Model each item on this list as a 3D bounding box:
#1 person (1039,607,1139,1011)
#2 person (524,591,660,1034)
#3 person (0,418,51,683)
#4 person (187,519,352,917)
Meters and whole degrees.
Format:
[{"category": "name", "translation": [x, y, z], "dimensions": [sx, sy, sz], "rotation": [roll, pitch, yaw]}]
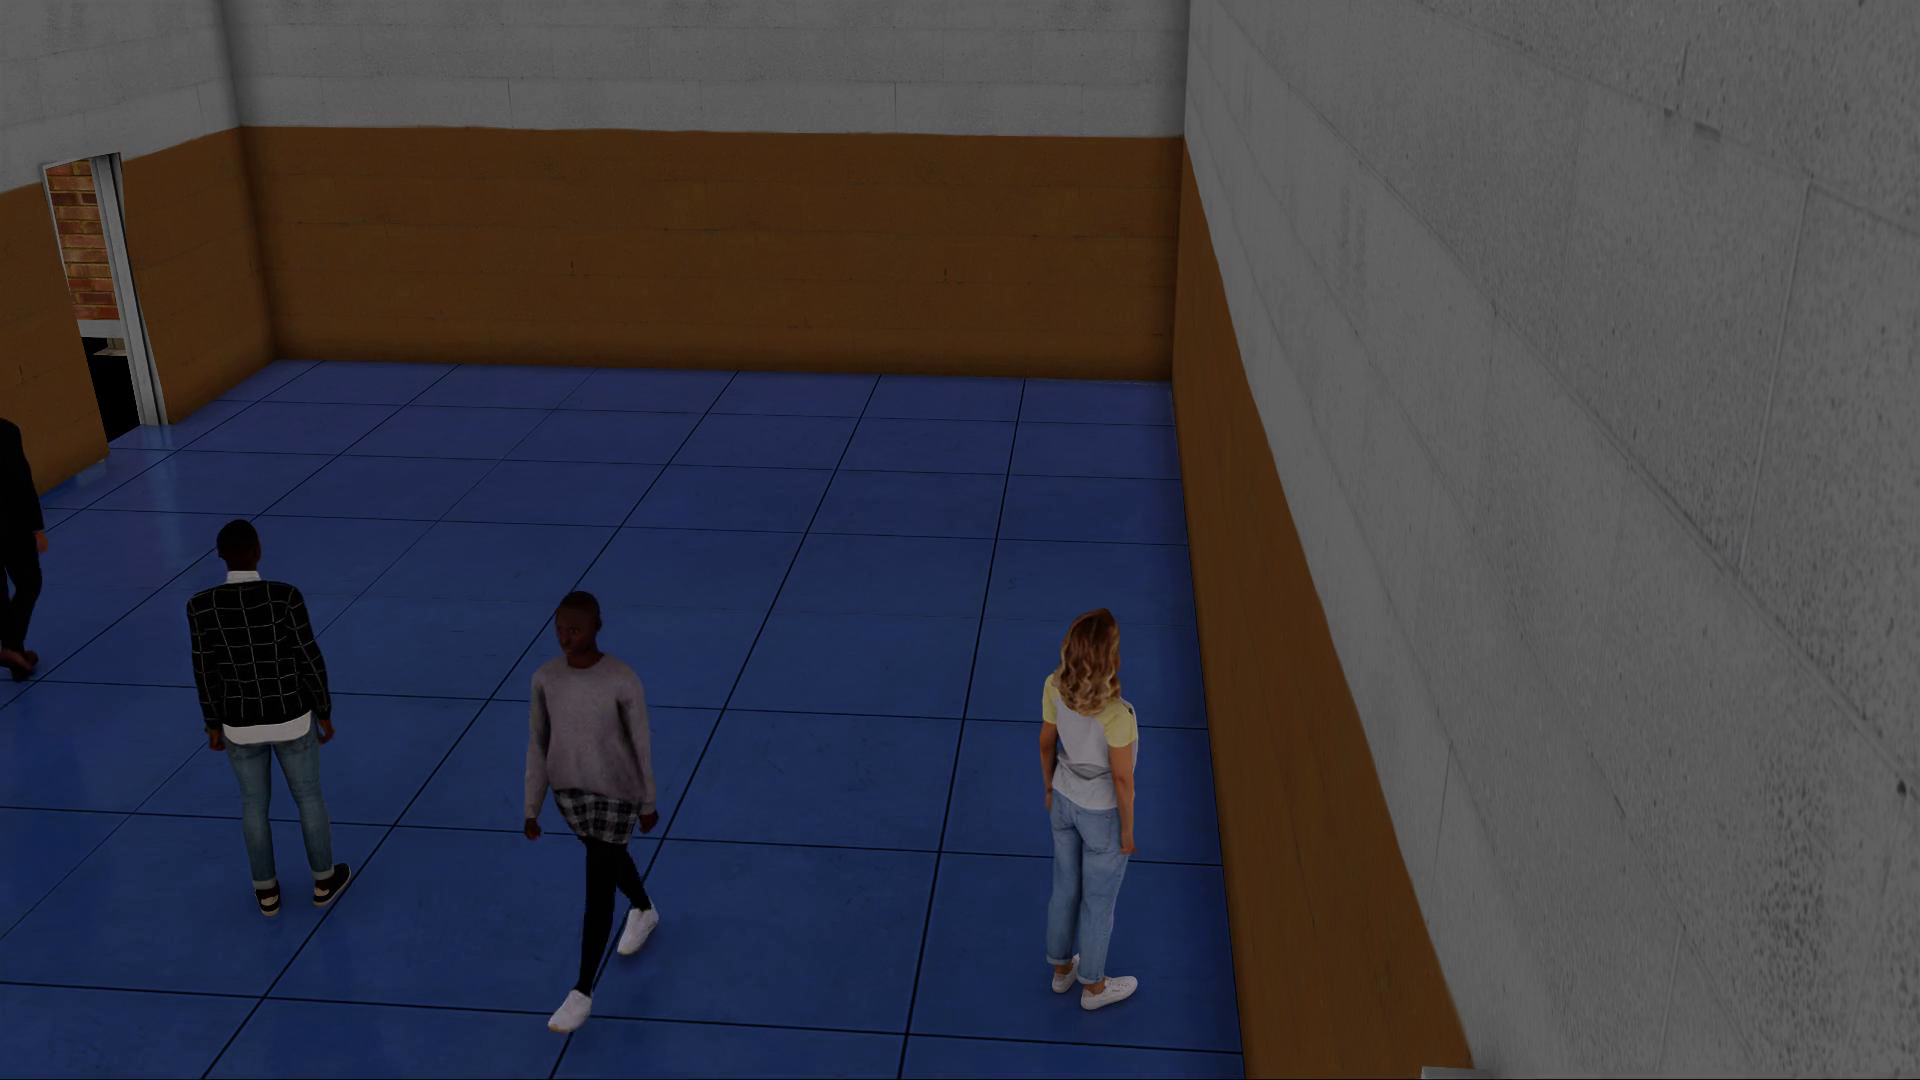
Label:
[{"category": "person", "translation": [0.508, 1.064, 6.560], "dimensions": [0.770, 1.723, 0.697], "rotation": [-19, 29, -39]}, {"category": "person", "translation": [-1.423, 1.007, 6.721], "dimensions": [1.151, 1.726, 0.871], "rotation": [6, 23, 15]}, {"category": "person", "translation": [-5.360, -0.047, 9.147], "dimensions": [0.890, 1.873, 0.919], "rotation": [-5, 22, -11]}, {"category": "person", "translation": [-2.995, 0.770, 7.182], "dimensions": [0.623, 1.821, 0.800], "rotation": [-6, 23, -14]}]
